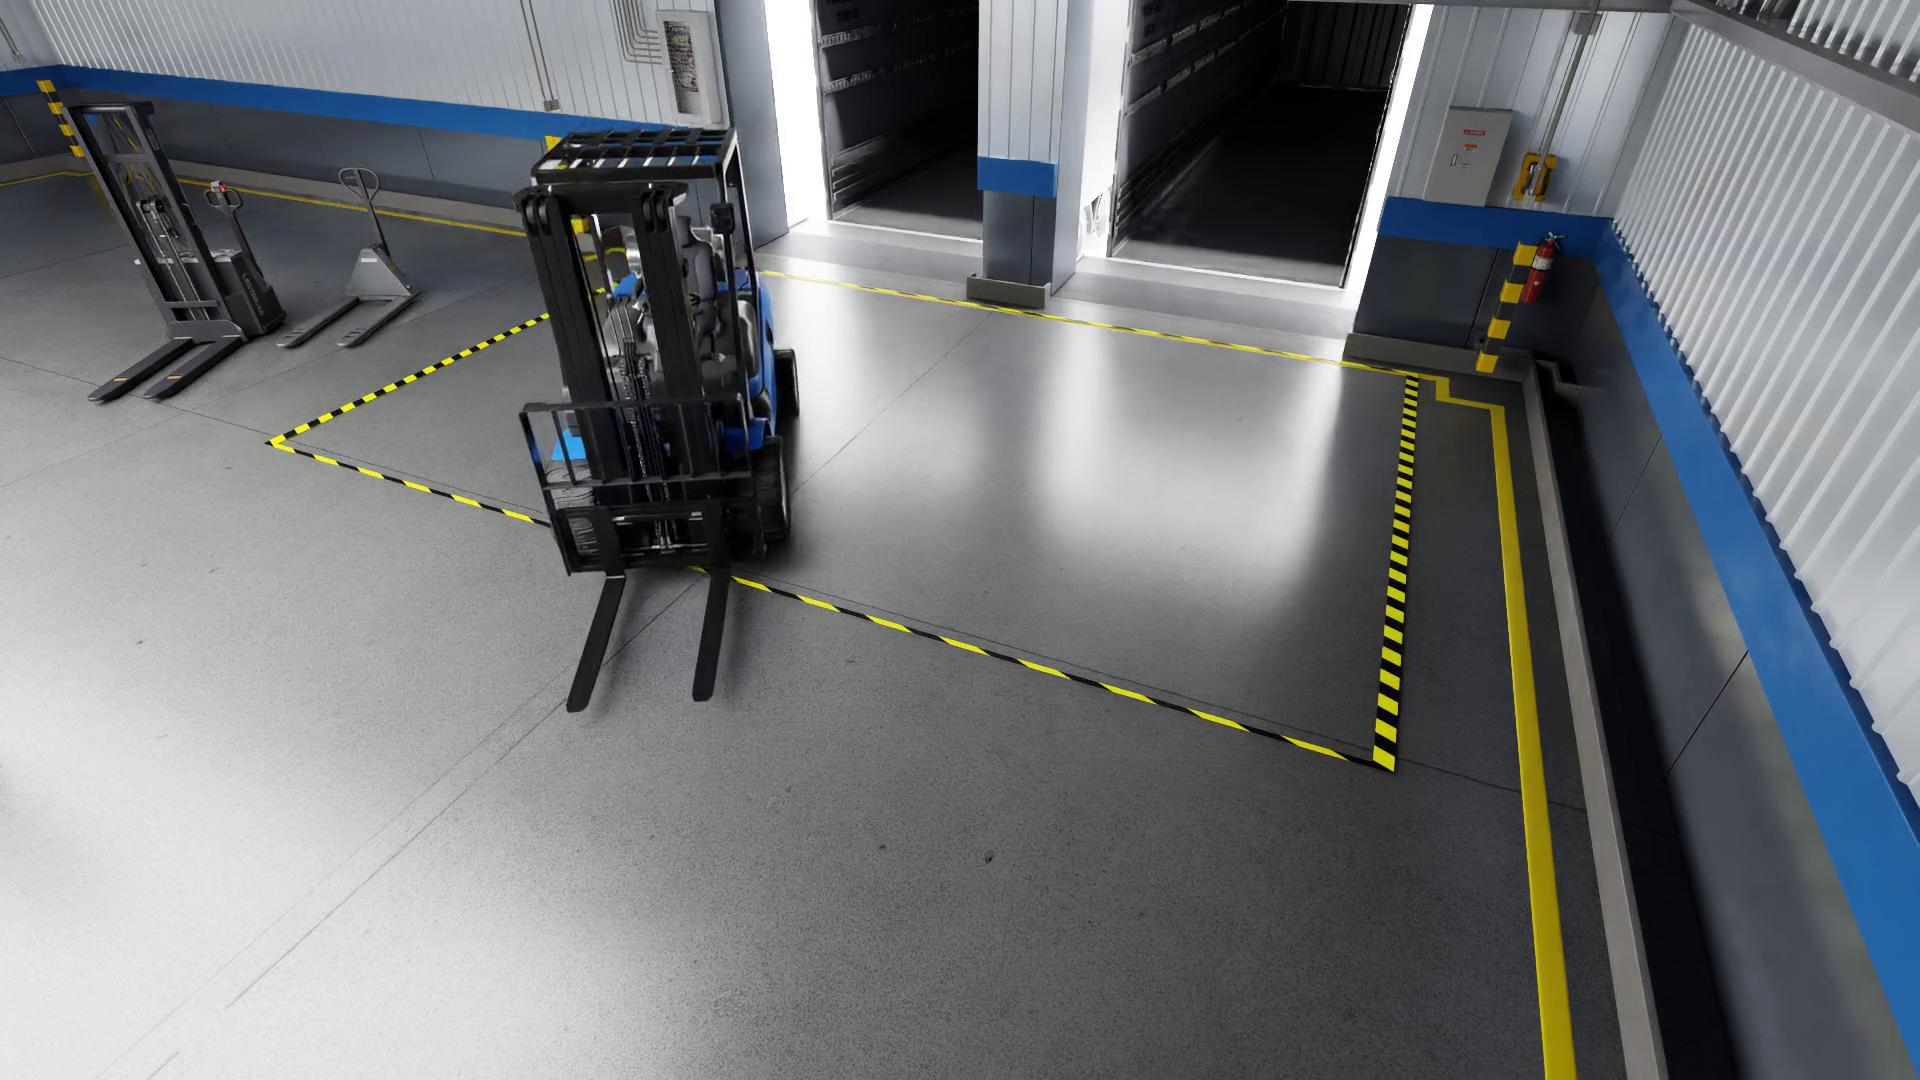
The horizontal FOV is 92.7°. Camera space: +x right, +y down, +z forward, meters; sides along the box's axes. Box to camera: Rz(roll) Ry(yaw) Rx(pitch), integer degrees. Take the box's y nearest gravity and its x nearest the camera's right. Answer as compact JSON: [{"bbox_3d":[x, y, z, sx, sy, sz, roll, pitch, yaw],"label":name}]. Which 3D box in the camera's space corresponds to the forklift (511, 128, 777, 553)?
[{"bbox_3d":[-1.819,-1.404,5.718,1.157,2.036,2.680,-4,35,-6],"label":"forklift"}]

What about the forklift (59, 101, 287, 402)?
[{"bbox_3d":[-6.686,-2.387,7.434,0.823,1.965,1.885,-3,35,-5],"label":"forklift"}]

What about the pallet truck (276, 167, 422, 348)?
[{"bbox_3d":[-5.732,-2.611,8.414,0.680,1.201,1.601,-1,35,-1],"label":"pallet truck"}]
